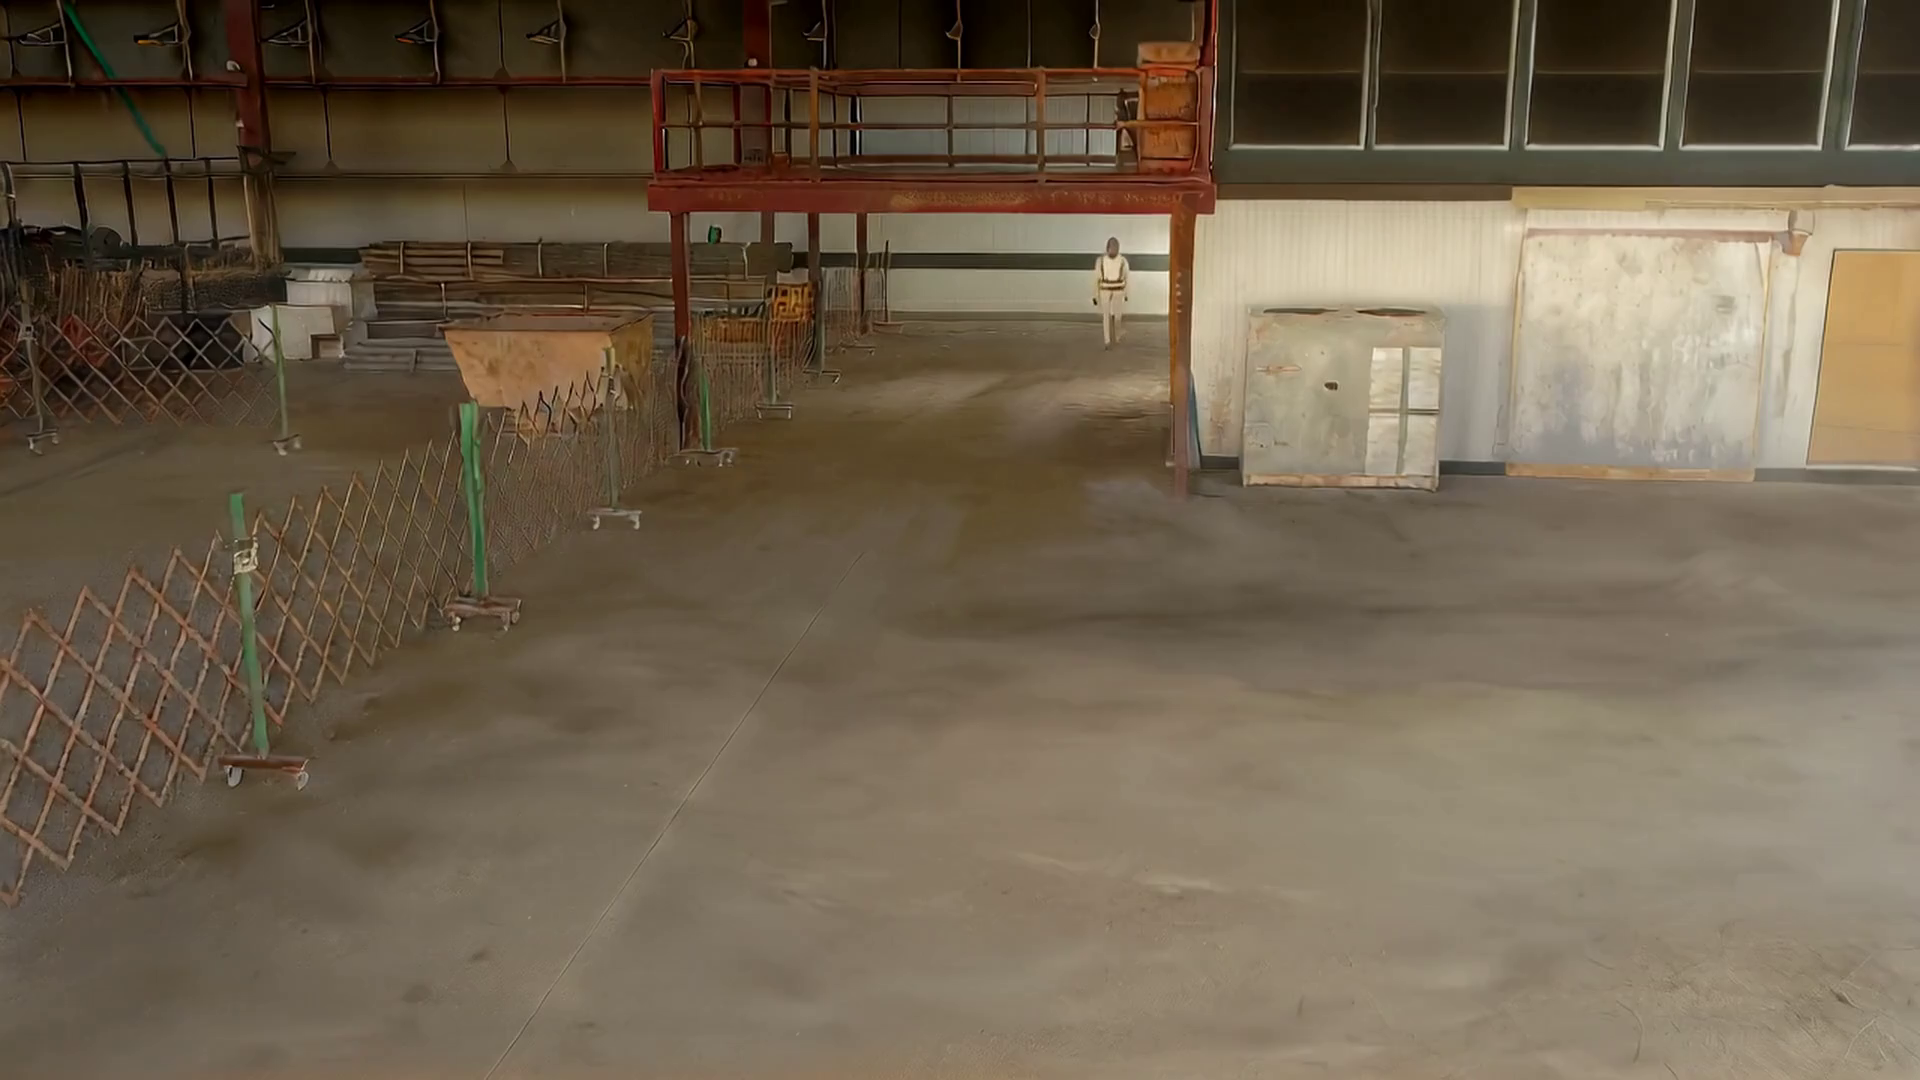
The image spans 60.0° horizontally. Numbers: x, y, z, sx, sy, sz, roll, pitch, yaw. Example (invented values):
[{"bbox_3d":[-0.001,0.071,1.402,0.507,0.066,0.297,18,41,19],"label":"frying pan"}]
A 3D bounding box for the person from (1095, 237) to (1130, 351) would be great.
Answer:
[{"bbox_3d":[2.546,-4.117,27.757,0.585,1.863,0.755,2,14,9],"label":"person"}]

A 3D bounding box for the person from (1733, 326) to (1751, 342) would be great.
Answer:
[{"bbox_3d":[12.797,-3.973,27.124,0.531,1.870,0.317,6,15,24],"label":"person"}]
